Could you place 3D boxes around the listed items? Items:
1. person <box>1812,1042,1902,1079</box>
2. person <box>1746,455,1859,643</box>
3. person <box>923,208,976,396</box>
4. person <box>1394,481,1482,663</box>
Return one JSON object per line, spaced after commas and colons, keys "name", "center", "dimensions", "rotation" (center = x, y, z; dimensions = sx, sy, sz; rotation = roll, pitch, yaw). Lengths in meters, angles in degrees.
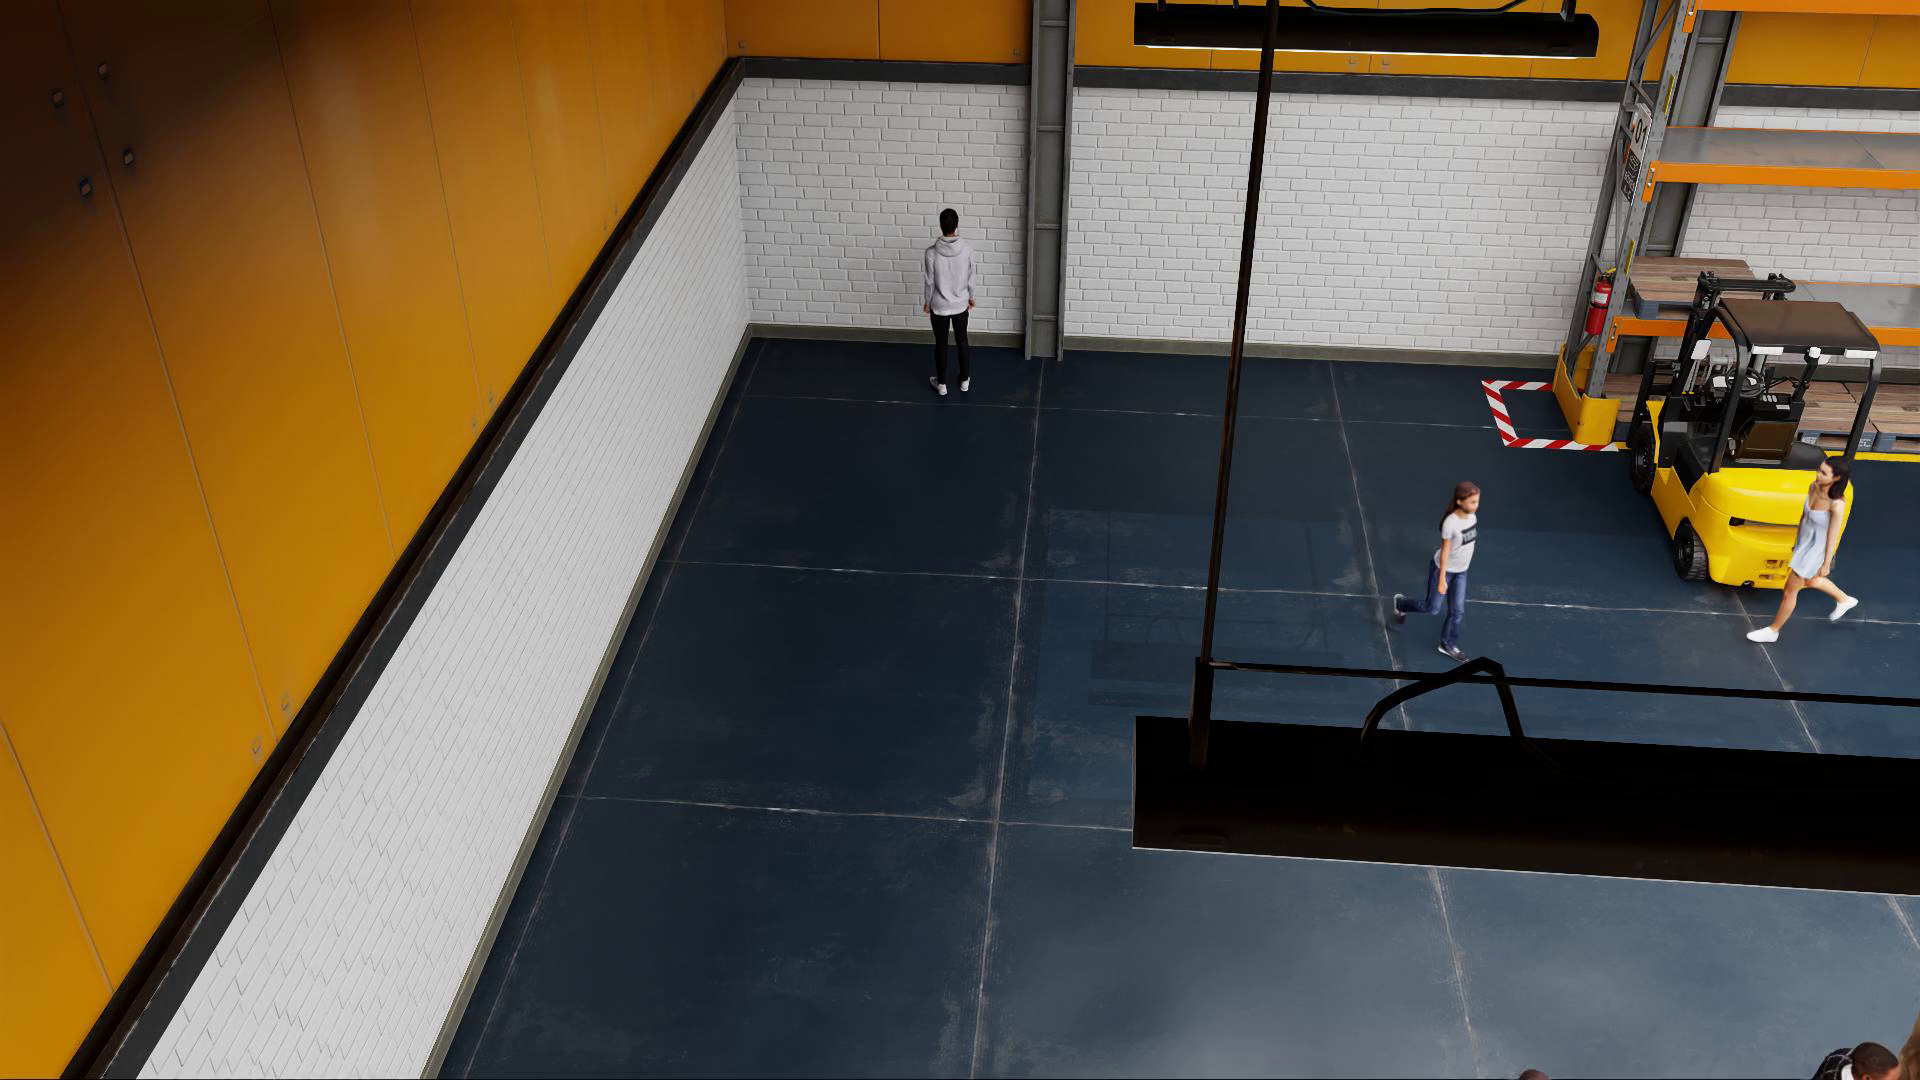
{"name": "person", "center": [4.203, 3.055, 8.455], "dimensions": [0.889, 1.793, 0.854], "rotation": [22, 40, 30]}
{"name": "person", "center": [6.762, 0.084, 13.011], "dimensions": [1.163, 1.698, 0.731], "rotation": [-3, 34, -5]}
{"name": "person", "center": [-0.099, -2.361, 16.480], "dimensions": [0.673, 1.930, 0.826], "rotation": [-10, 35, -14]}
{"name": "person", "center": [3.762, 0.201, 12.972], "dimensions": [0.933, 1.546, 0.941], "rotation": [-21, 39, -29]}
